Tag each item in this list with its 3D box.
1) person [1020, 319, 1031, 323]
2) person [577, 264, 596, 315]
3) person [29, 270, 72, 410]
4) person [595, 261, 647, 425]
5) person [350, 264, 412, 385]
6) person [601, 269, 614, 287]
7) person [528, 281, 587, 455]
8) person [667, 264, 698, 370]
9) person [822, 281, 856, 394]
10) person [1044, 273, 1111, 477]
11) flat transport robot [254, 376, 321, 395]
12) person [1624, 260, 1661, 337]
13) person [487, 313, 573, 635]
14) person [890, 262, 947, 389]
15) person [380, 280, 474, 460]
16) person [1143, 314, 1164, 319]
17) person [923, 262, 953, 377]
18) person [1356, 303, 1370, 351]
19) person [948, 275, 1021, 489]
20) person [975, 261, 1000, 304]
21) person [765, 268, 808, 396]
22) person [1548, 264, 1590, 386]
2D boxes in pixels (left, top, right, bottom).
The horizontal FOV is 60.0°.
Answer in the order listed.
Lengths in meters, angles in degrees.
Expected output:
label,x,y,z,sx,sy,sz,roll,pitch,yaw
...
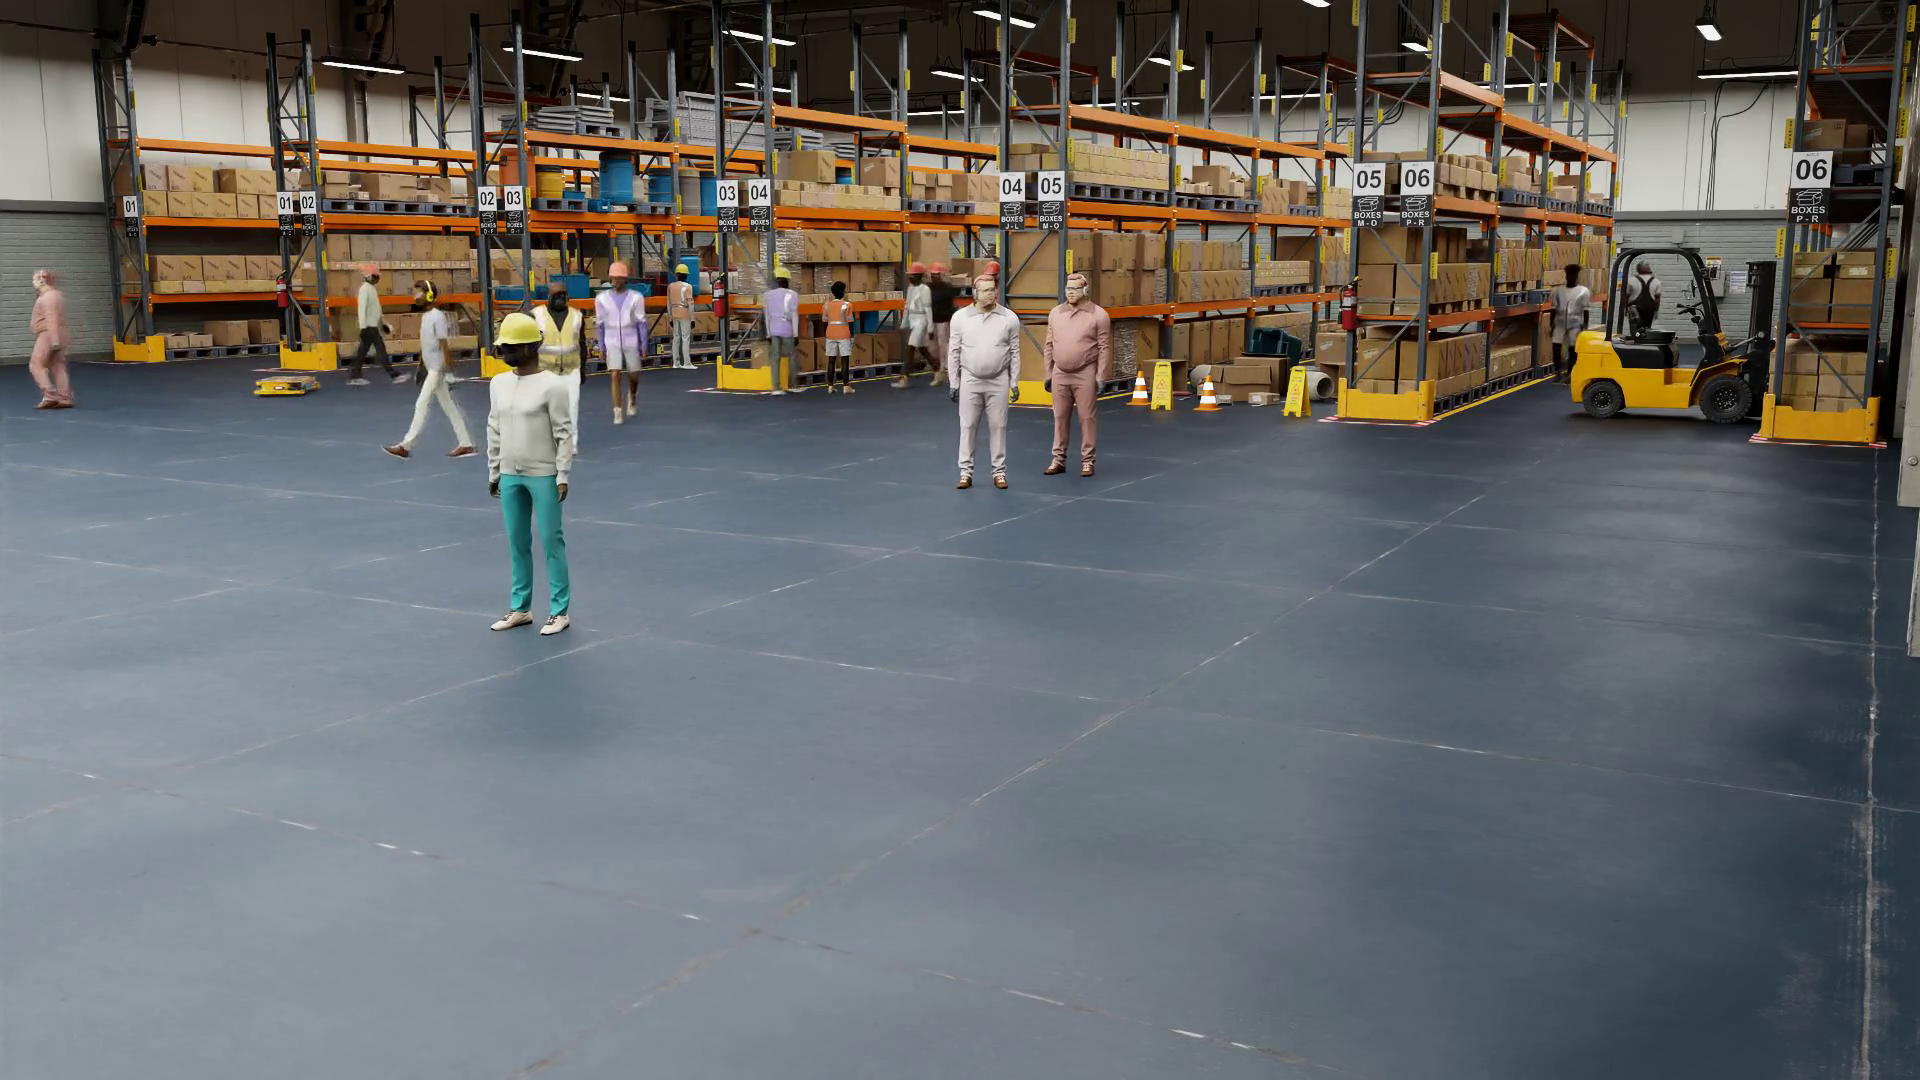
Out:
label,x,y,z,sx,sy,sz,roll,pitch,yaw
person,1.017,-3.836,29.055,0.539,1.920,0.494,5,11,27
person,-8.763,-5.561,39.236,0.557,1.883,0.975,6,11,30
person,-12.397,-2.702,22.516,0.595,1.888,0.649,-3,10,-17
person,-4.208,-2.454,20.675,0.627,2.023,0.803,-2,10,-10
person,-9.369,-3.453,26.714,1.012,1.937,0.624,-2,10,-11
person,-6.775,-4.401,32.531,0.516,1.863,0.325,5,11,25
person,-4.228,-1.810,17.489,0.628,1.818,0.717,-4,10,-22
person,-5.083,-4.080,30.465,0.595,1.923,0.380,6,11,31
person,-1.821,-3.043,25.064,0.536,1.697,0.318,4,11,24
person,1.079,-1.549,15.700,0.636,1.911,0.406,4,11,24
flat transport robot,-10.159,-2.345,25.143,0.652,0.197,1.431,-2,10,-9
person,14.111,-4.810,34.399,0.685,2.000,0.855,1,10,6
person,-2.373,-0.356,9.133,0.534,1.766,0.310,4,11,23
person,-0.625,-3.384,26.222,1.049,1.999,0.609,-5,11,-26
person,-5.443,-1.719,16.926,0.979,1.820,0.557,-6,11,-30
person,4.028,-4.714,34.421,0.625,1.844,0.429,9,13,42
person,-0.411,-3.735,28.302,0.643,1.967,0.634,5,11,28
person,8.812,-5.051,36.354,0.510,1.860,0.333,2,10,11
person,0.217,-1.401,14.835,0.654,1.905,0.408,0,10,-1
person,0.503,-3.170,24.940,0.623,1.990,0.391,3,10,16
person,-2.591,-3.102,24.817,0.619,1.889,0.870,5,11,25
person,9.621,-3.392,26.372,0.644,1.940,0.754,6,11,32
